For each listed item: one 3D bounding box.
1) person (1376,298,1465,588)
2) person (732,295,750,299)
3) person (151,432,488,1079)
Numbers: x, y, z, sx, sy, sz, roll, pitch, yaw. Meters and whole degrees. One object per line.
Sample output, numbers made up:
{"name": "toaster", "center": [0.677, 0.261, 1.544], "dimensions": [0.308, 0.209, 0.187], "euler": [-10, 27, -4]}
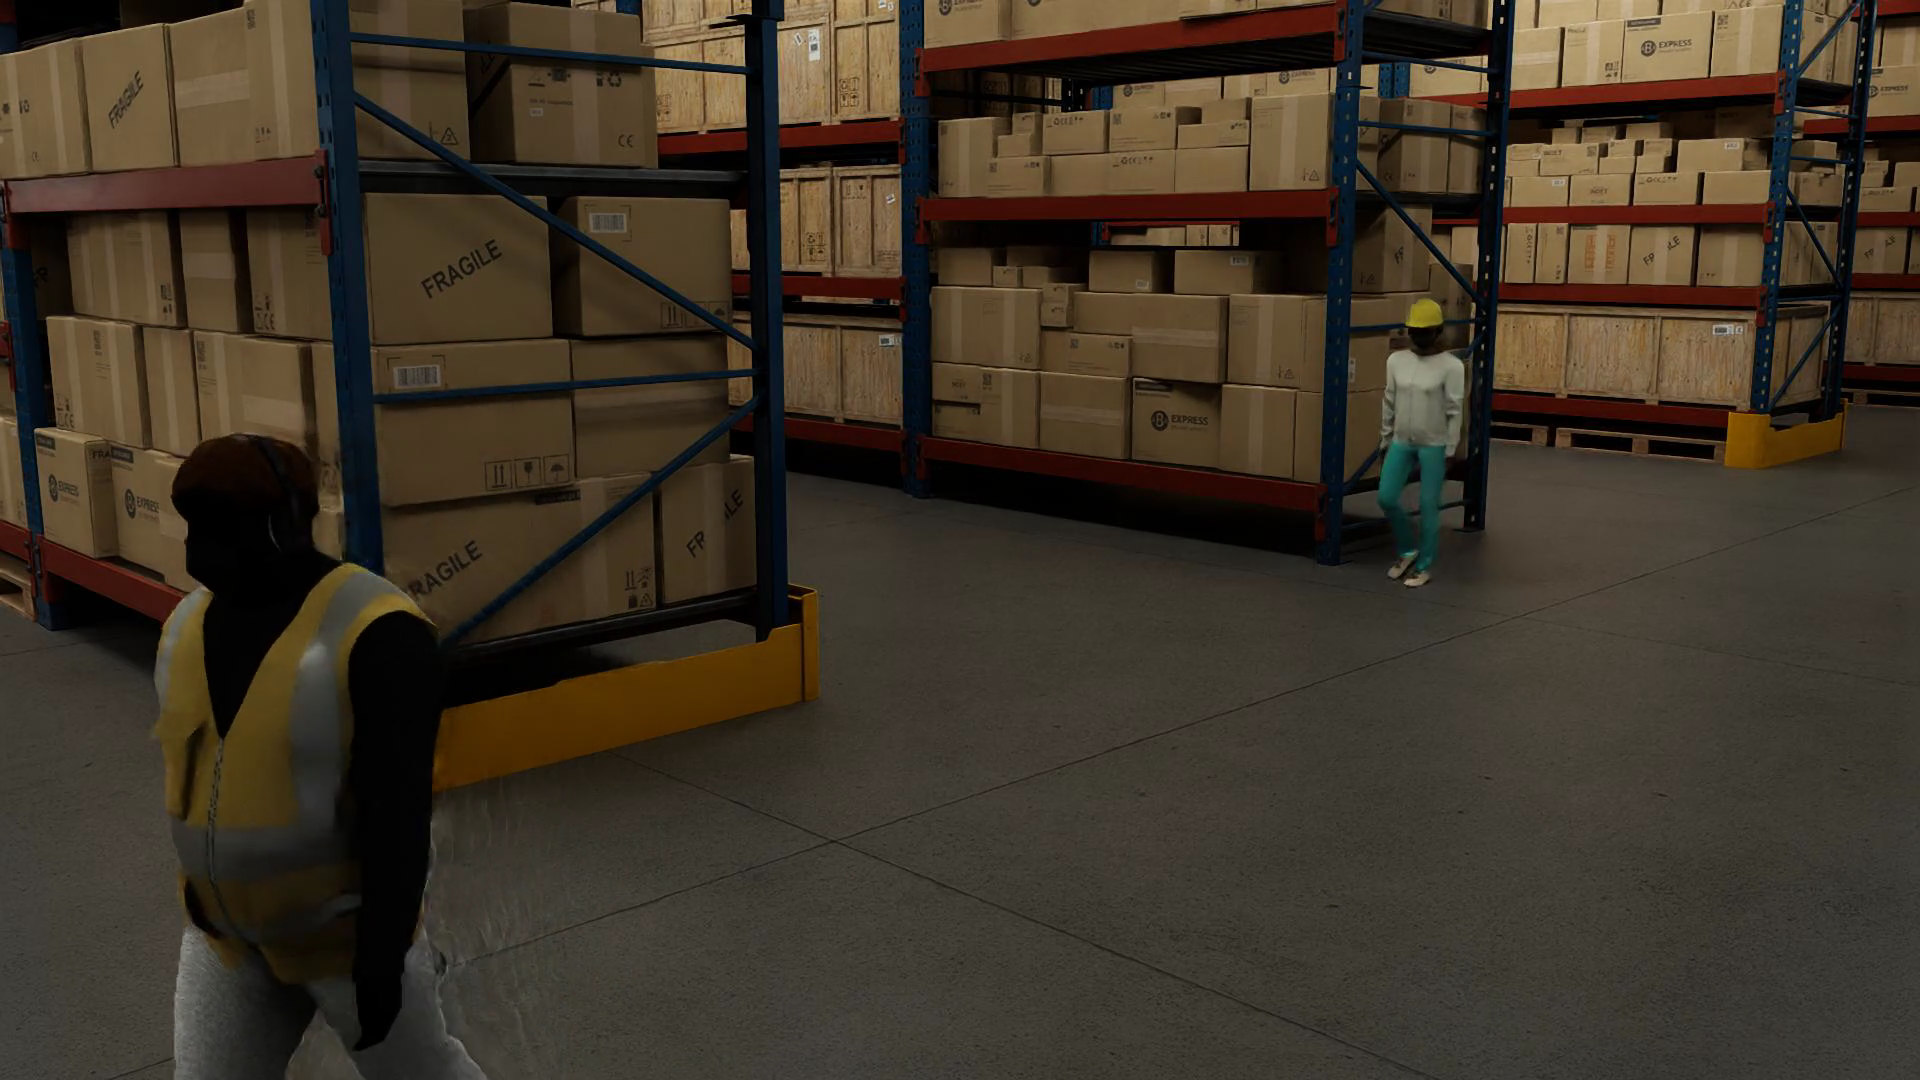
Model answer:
{"name": "person", "center": [2.766, -0.577, 10.056], "dimensions": [0.553, 1.750, 0.372], "euler": [9, 14, 42]}
{"name": "person", "center": [-3.145, -3.018, 23.233], "dimensions": [0.614, 1.797, 0.785], "euler": [-8, 13, -36]}
{"name": "person", "center": [-1.183, 0.678, 3.129], "dimensions": [0.616, 1.801, 0.957], "euler": [4, 11, 19]}
